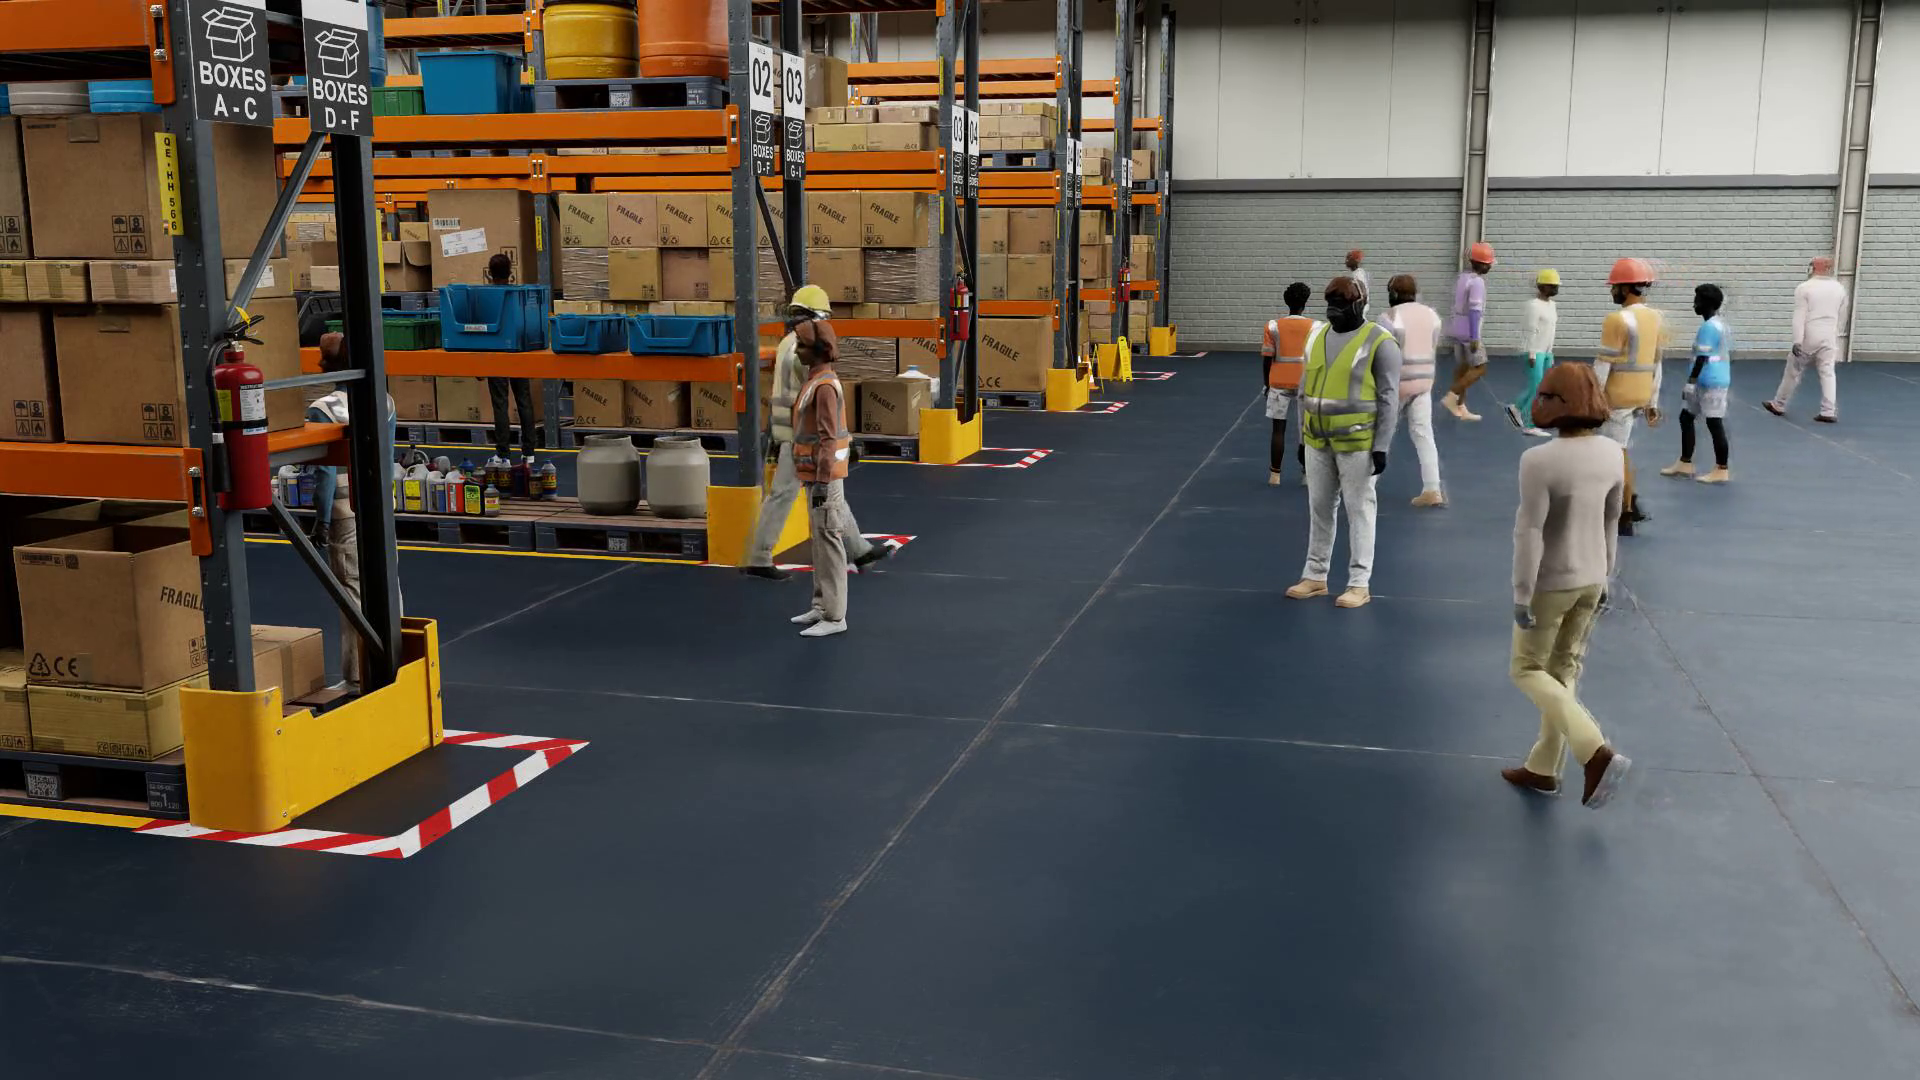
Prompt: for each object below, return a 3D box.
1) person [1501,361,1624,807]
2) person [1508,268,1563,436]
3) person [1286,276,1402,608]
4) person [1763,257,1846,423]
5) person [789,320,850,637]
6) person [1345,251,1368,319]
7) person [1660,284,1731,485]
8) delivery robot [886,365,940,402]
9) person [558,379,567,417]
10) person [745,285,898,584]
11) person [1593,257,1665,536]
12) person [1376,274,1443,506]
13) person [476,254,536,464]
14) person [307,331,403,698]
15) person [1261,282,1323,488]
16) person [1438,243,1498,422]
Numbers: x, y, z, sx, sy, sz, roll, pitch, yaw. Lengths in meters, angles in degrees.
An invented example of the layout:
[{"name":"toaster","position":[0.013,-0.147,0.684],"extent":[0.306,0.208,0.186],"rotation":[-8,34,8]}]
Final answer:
[{"name":"person","position":[2.197,0.174,5.954],"extent":[0.504,1.618,0.565],"rotation":[-5,11,-26]},{"name":"person","position":[6.034,-1.964,17.433],"extent":[0.535,1.757,0.501],"rotation":[-10,14,-44]},{"name":"person","position":[2.138,-0.547,9.318],"extent":[0.430,1.845,0.624],"rotation":[-9,13,-40]},{"name":"person","position":[9.673,-2.285,18.932],"extent":[0.659,1.844,1.001],"rotation":[-1,10,-8]},{"name":"person","position":[-0.724,-0.319,8.624],"extent":[0.309,1.637,0.512],"rotation":[-2,10,-12]},{"name":"person","position":[6.240,-3.655,26.532],"extent":[0.648,1.864,0.610],"rotation":[2,10,9]},{"name":"person","position":[6.204,-1.305,13.994],"extent":[0.674,1.673,0.552],"rotation":[4,11,23]},{"name":"delivery robot","position":[-0.563,-1.826,19.714],"extent":[0.707,0.478,0.477],"rotation":[2,10,12]},{"name":"person","position":[-4.387,-2.155,18.021],"extent":[0.815,1.907,0.639],"rotation":[3,11,15]},{"name":"person","position":[-0.866,-0.627,9.959],"extent":[0.971,1.764,0.607],"rotation":[-2,10,-12]},{"name":"person","position":[4.566,-0.978,11.503],"extent":[0.547,1.920,0.431],"rotation":[-9,13,-40]},{"name":"person","position":[3.451,-1.161,12.923],"extent":[0.627,1.788,0.972],"rotation":[-4,11,-20]},{"name":"person","position":[-4.130,-1.635,15.151],"extent":[0.590,1.913,0.396],"rotation":[-8,13,-36]},{"name":"person","position":[-2.705,-0.113,7.461],"extent":[0.309,1.645,0.514],"rotation":[3,11,18]},{"name":"person","position":[2.755,-1.271,13.734],"extent":[0.541,1.695,0.316],"rotation":[3,11,15]},{"name":"person","position":[5.657,-2.291,18.516],"extent":[0.489,2.013,0.647],"rotation":[-1,10,-5]}]
